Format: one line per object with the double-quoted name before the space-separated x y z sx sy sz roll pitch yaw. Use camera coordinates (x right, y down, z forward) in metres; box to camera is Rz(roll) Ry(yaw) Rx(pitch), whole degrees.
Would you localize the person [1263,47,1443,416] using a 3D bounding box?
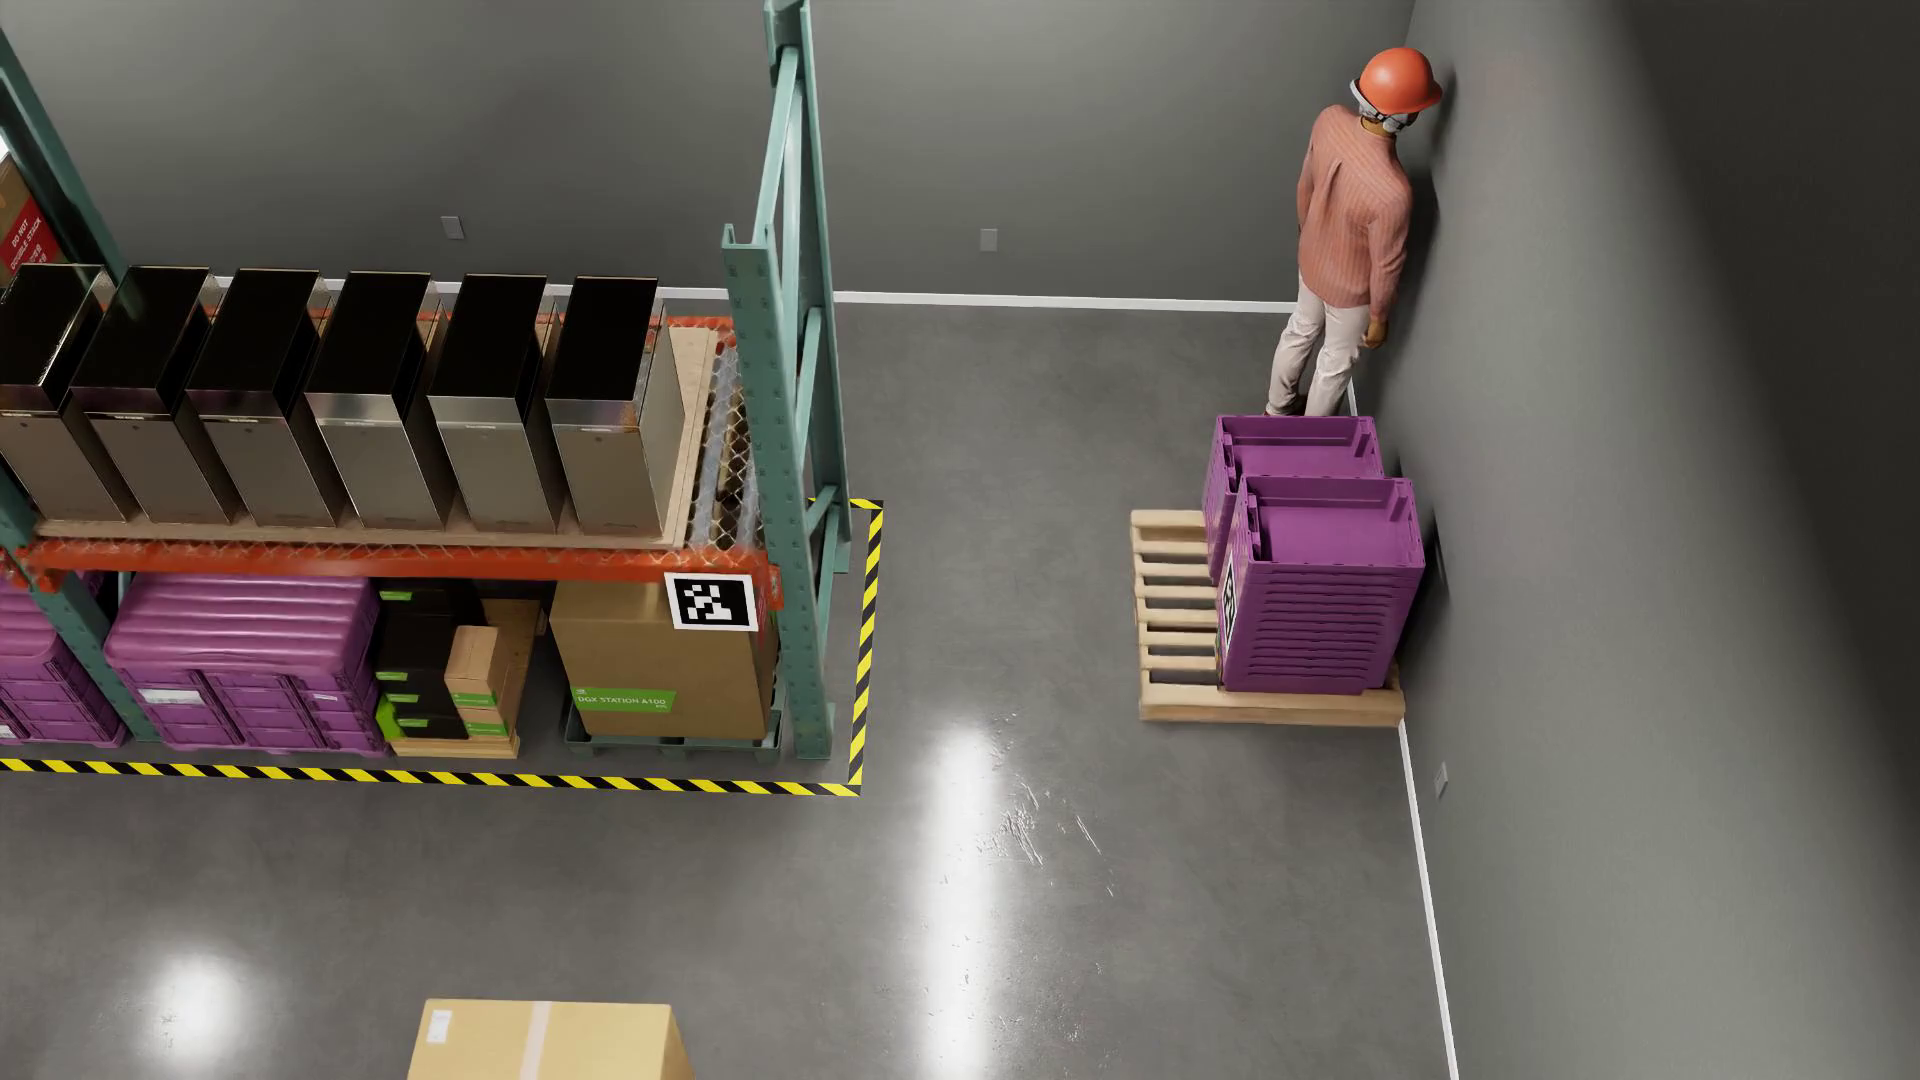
"person" 1.510 -1.053 6.486 0.381 1.993 0.622 -18 54 -14
